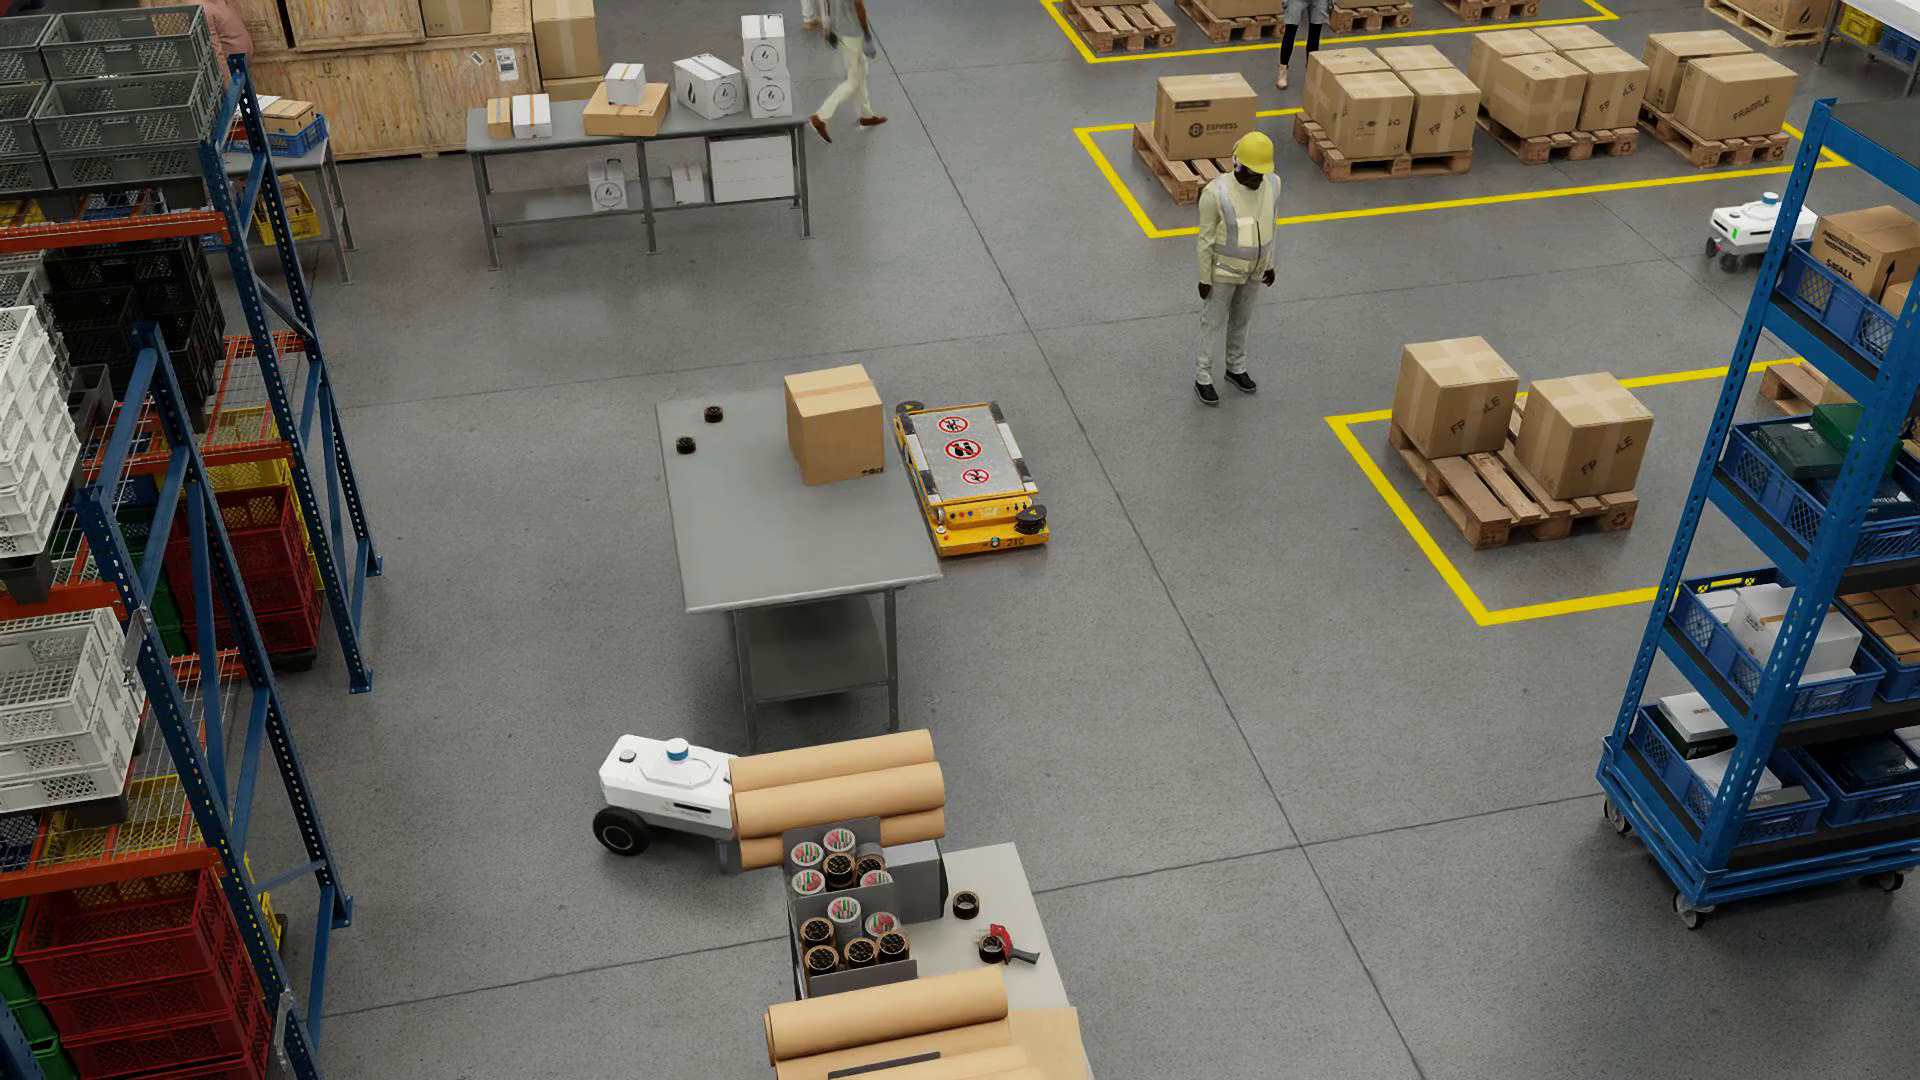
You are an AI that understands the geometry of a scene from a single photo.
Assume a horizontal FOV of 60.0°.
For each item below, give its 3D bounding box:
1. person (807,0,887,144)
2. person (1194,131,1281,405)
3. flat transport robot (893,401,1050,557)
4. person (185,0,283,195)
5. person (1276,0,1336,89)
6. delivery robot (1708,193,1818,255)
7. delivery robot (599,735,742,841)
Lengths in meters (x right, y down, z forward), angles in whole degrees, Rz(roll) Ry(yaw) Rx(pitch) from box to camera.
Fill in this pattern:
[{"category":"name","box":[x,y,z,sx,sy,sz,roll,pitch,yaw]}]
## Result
[{"category":"person","box":[-0.960,-4.260,13.976,0.841,1.837,0.536,-22,42,-27]},{"category":"person","box":[1.765,-1.731,10.566,0.587,1.823,0.403,-18,40,-22]},{"category":"flat transport robot","box":[0.046,-0.430,10.108,0.652,0.197,1.431,-8,37,-10]},{"category":"person","box":[-5.743,-3.686,13.125,0.407,1.908,0.641,-8,37,-11]},{"category":"person","box":[3.135,-4.904,14.937,0.536,1.694,0.318,-2,37,-2]},{"category":"delivery robot","box":[5.960,-2.341,12.365,0.707,0.478,0.477,-7,37,-9]},{"category":"delivery robot","box":[-1.287,1.125,7.706,0.707,0.478,0.477,9,38,12]}]
